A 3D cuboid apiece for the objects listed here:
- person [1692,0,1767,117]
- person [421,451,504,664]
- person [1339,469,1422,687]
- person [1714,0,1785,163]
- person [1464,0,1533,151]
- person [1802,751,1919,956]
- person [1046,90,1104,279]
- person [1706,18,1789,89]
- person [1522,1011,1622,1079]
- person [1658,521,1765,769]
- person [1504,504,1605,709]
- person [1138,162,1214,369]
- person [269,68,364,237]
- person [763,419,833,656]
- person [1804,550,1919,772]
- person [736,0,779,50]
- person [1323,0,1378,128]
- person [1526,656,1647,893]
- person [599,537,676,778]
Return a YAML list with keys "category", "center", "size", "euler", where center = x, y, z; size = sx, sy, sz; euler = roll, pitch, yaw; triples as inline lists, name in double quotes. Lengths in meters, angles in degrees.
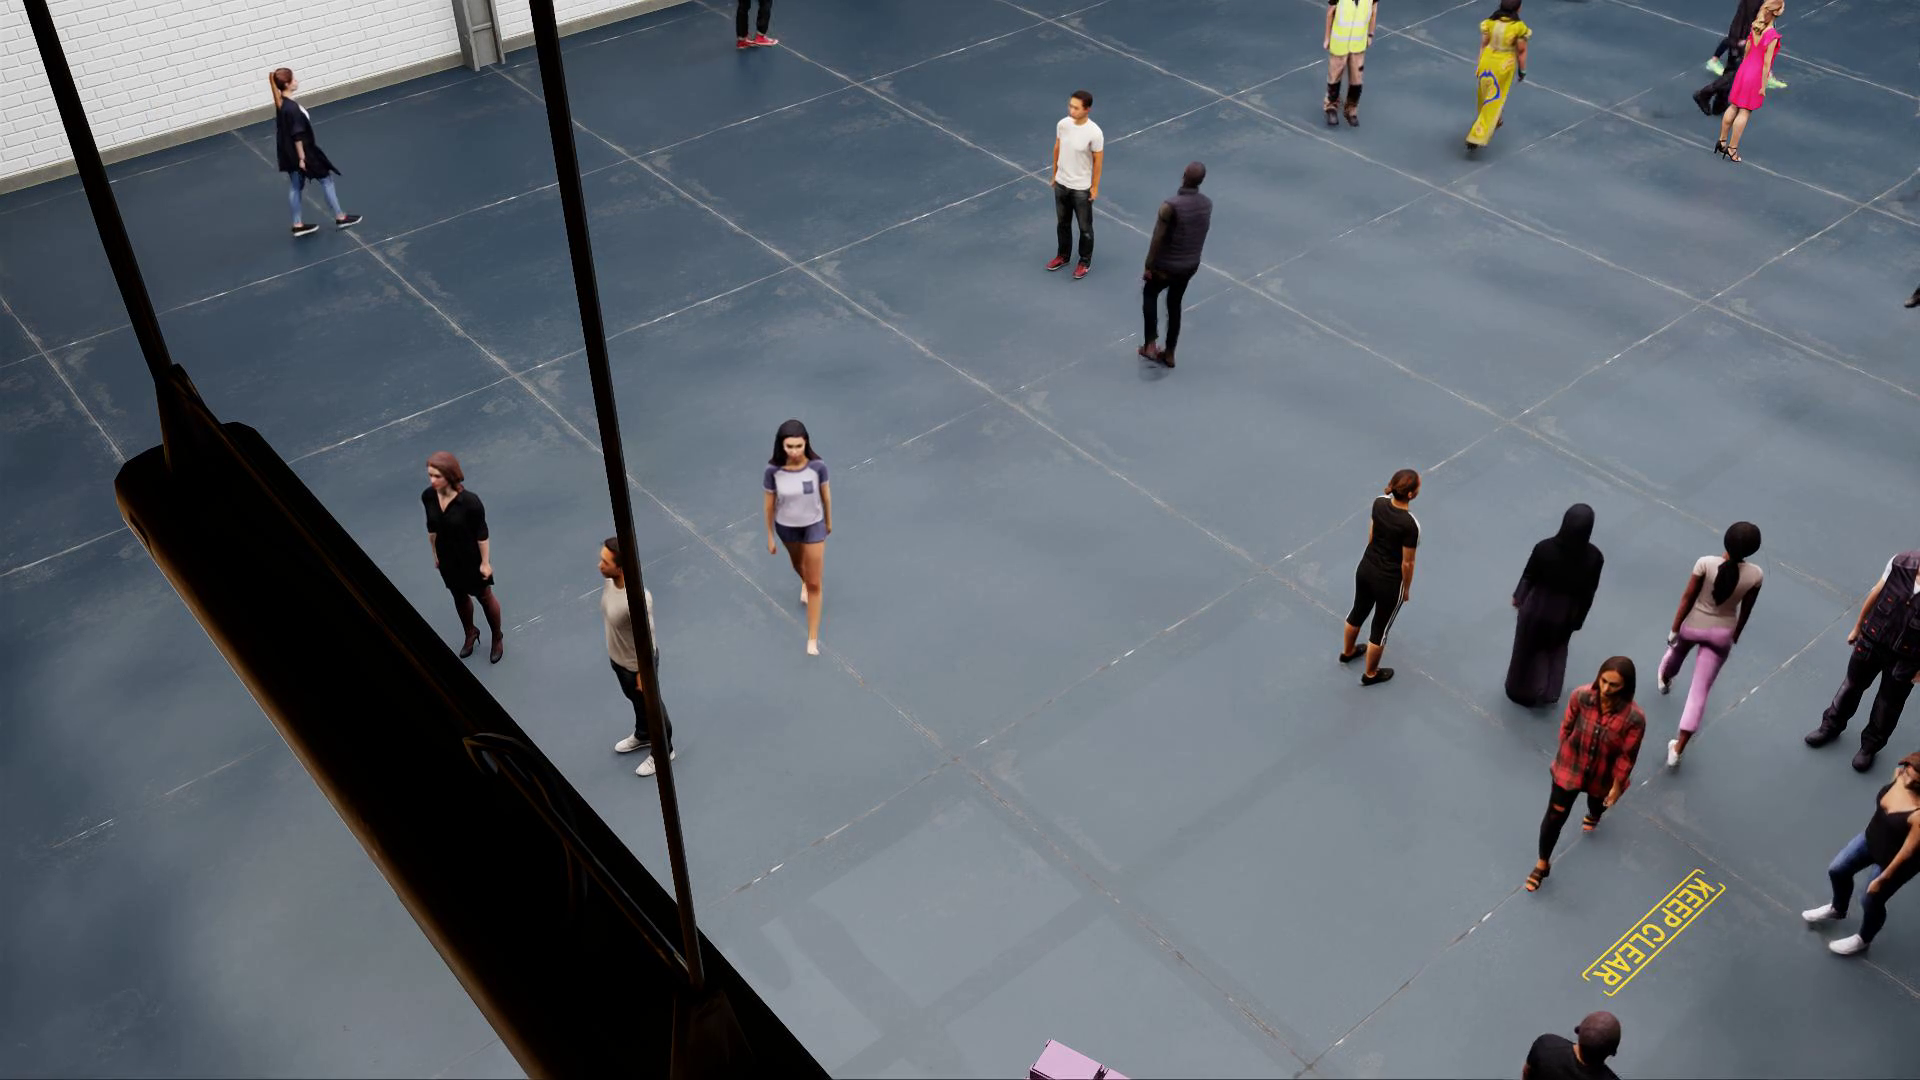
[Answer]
- category: "person"
  center: [8.358, -5.440, 17.891]
  size: [0.973, 1.893, 0.924]
  euler: [10, 40, 12]
- category: "person"
  center: [-3.310, 0.115, 11.085]
  size: [0.658, 1.706, 0.677]
  euler: [10, 40, 12]
- category: "person"
  center: [2.788, 0.230, 10.974]
  size: [0.568, 1.665, 0.615]
  euler: [-19, 42, -22]
- category: "person"
  center: [8.175, -4.781, 17.198]
  size: [0.685, 1.729, 0.659]
  euler: [-6, 39, -7]
- category: "person"
  center: [5.581, -4.854, 17.386]
  size: [0.823, 1.609, 1.263]
  euler: [29, 47, 32]
- category: "person"
  center: [5.125, 1.701, 9.121]
  size: [0.828, 1.680, 0.777]
  euler: [8, 39, 10]
- category: "person"
  center: [1.073, -3.286, 15.271]
  size: [0.698, 1.798, 0.632]
  euler: [23, 44, 26]
- category: "person"
  center: [8.895, -5.946, 18.725]
  size: [1.137, 1.644, 0.719]
  euler: [-24, 45, -27]
- category: "person"
  center: [2.668, 2.838, 7.635]
  size: [0.779, 1.758, 1.202]
  euler: [30, 48, 32]
- category: "person"
  center: [4.672, 0.663, 10.417]
  size: [0.983, 1.684, 1.260]
  euler: [14, 41, 16]
- category: "person"
  center: [3.808, 0.480, 10.712]
  size: [0.850, 1.603, 0.926]
  euler: [7, 39, 9]
- category: "person"
  center: [1.813, -2.291, 14.022]
  size: [0.689, 1.801, 0.922]
  euler: [-28, 46, -30]
- category: "person"
  center: [-6.383, -3.659, 15.849]
  size: [0.880, 1.659, 0.642]
  euler: [-26, 45, -29]
- category: "person"
  center: [-1.101, -0.126, 11.410]
  size: [1.145, 1.678, 1.103]
  euler: [-2, 39, -3]
- category: "person"
  center: [5.809, 0.633, 10.323]
  size: [0.566, 1.849, 0.650]
  euler: [-29, 47, -32]
- category: "person"
  center: [-2.555, -6.578, 19.438]
  size: [0.716, 1.742, 0.677]
  euler: [-24, 44, -27]
- category: "person"
  center: [4.150, -5.354, 17.834]
  size: [0.874, 1.830, 0.938]
  euler: [1, 39, 2]
- category: "person"
  center: [3.697, 1.290, 9.639]
  size: [0.779, 1.675, 1.118]
  euler: [24, 44, 27]
- category: "person"
  center: [-2.004, 0.694, 10.276]
  size: [0.577, 1.812, 0.678]
  euler: [-22, 44, -26]
